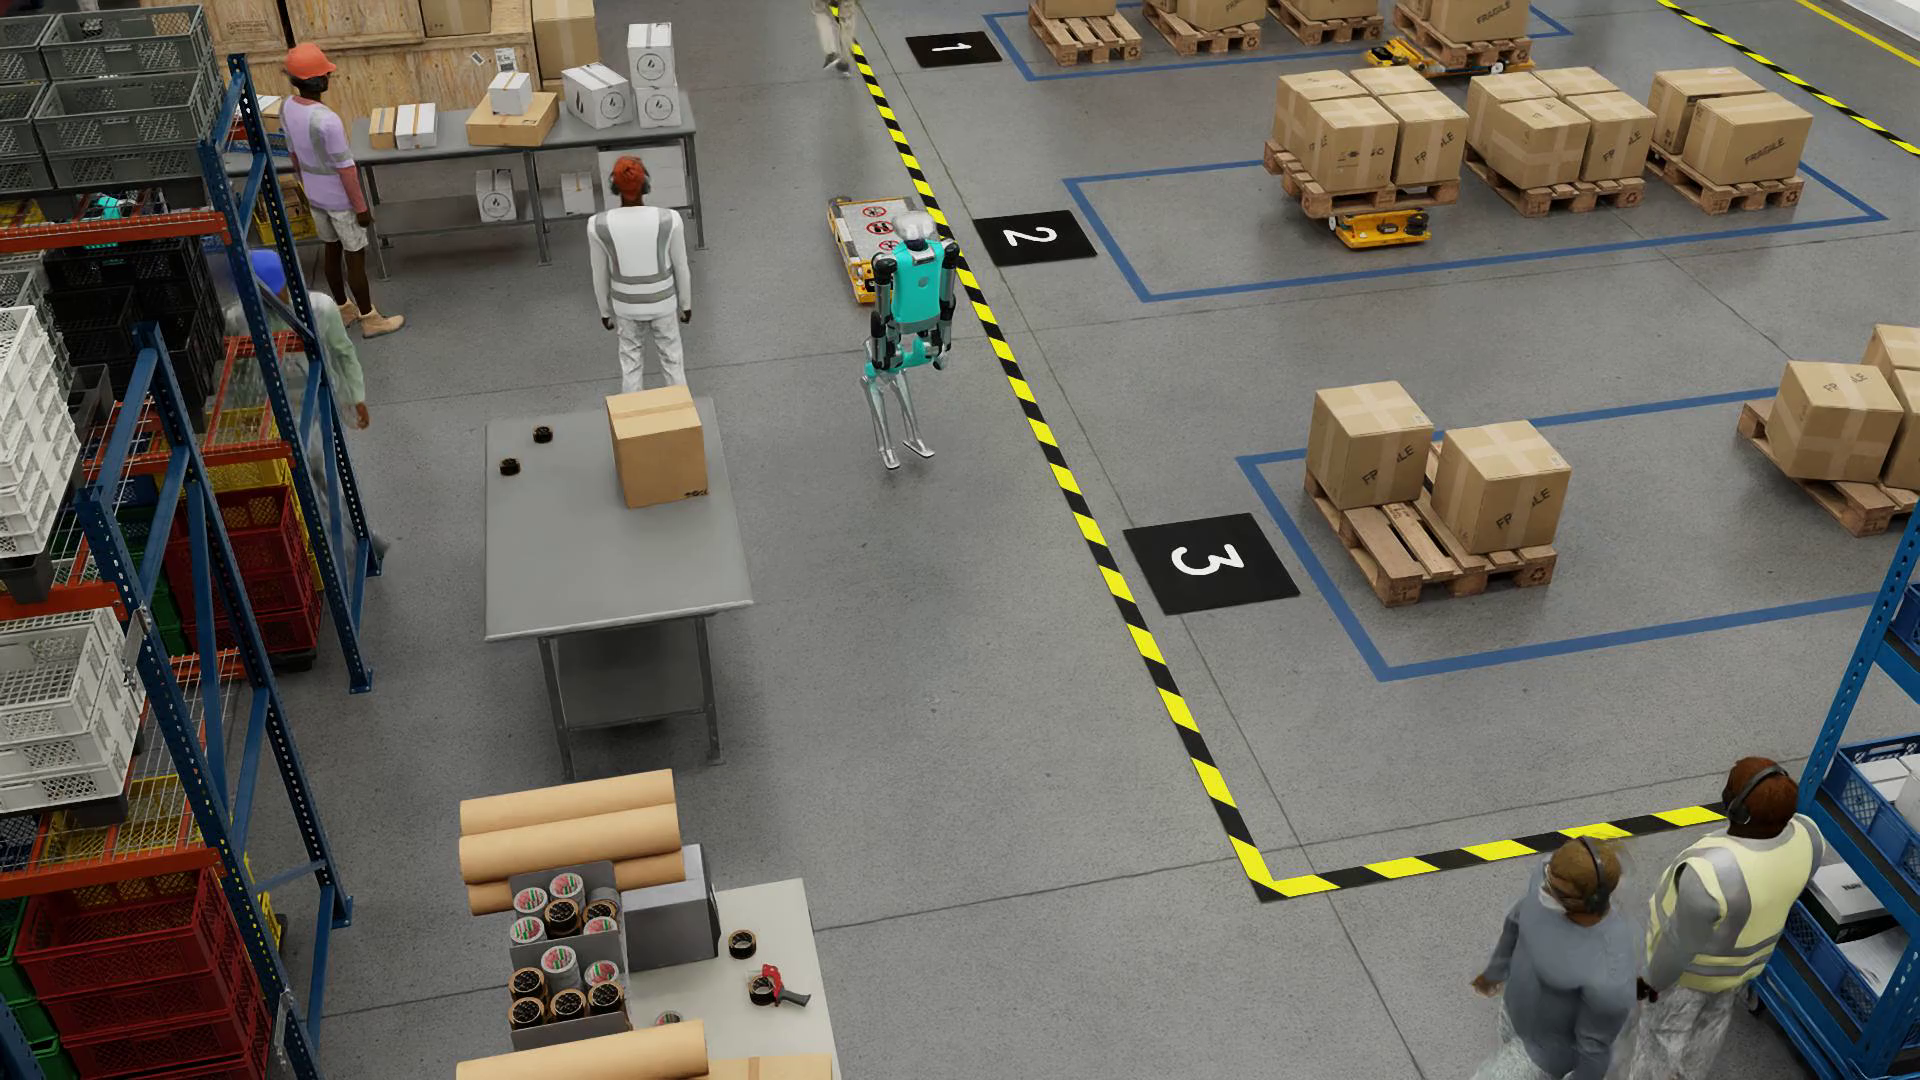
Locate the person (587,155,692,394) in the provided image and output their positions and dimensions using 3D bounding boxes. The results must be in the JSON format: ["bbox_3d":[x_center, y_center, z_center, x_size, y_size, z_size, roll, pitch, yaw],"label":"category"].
[{"bbox_3d":[-1.915,-1.427,10.130,0.577,1.876,0.363,-4,37,-5],"label":"person"}]

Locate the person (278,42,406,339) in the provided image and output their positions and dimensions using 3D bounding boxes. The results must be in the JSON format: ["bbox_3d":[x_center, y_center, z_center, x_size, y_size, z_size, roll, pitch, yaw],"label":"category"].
[{"bbox_3d":[-4.204,-2.336,11.208,0.604,2.045,0.384,25,44,30],"label":"person"}]

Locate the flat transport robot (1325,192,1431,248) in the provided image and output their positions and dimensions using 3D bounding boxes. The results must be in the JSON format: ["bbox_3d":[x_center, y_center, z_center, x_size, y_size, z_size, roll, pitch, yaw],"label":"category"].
[{"bbox_3d":[3.134,-2.740,13.213,0.652,0.197,1.431,-8,37,-10],"label":"flat transport robot"}]

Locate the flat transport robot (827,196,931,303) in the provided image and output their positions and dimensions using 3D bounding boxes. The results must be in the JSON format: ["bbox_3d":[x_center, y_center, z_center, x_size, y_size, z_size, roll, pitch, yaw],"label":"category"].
[{"bbox_3d":[-0.570,-2.220,12.538,0.659,0.231,1.431,-8,37,-10],"label":"flat transport robot"}]

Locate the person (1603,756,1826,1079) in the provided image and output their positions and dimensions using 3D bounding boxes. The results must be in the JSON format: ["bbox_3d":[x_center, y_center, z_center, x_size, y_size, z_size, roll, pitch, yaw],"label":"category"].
[{"bbox_3d":[2.761,1.518,6.195,0.632,1.841,0.429,-18,40,-22],"label":"person"}]

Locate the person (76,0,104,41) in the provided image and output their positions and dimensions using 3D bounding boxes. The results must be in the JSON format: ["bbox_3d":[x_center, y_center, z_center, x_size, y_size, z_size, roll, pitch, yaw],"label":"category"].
[{"bbox_3d":[-8.619,-5.743,15.960,0.404,1.834,0.589,-11,38,-15],"label":"person"}]

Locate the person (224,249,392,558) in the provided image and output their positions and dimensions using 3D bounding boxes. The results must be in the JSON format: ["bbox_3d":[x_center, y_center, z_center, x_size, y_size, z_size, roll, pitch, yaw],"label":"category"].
[{"bbox_3d":[-3.601,-0.752,9.196,0.877,1.888,0.583,29,46,33],"label":"person"}]

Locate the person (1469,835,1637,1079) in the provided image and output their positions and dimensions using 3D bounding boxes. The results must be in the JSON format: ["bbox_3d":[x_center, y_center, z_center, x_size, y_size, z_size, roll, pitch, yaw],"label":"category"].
[{"bbox_3d":[2.088,1.718,5.895,0.974,1.896,0.637,-1,37,-2],"label":"person"}]

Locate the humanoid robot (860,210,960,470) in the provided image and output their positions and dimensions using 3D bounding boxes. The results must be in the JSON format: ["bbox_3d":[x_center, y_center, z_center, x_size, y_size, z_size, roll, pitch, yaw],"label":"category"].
[{"bbox_3d":[-0.369,-1.245,9.887,0.533,1.674,0.735,-18,40,-22],"label":"humanoid robot"}]

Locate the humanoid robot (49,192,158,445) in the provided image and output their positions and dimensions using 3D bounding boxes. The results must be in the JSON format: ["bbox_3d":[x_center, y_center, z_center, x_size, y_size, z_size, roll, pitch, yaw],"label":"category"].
[{"bbox_3d":[-5.083,-1.313,10.003,0.530,1.692,0.735,-5,37,-6],"label":"humanoid robot"}]

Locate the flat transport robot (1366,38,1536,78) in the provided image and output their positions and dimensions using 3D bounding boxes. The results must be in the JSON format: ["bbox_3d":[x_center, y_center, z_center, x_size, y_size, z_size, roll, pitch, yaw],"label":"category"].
[{"bbox_3d":[4.638,-4.585,15.692,1.431,0.197,0.652,-8,37,-10],"label":"flat transport robot"}]

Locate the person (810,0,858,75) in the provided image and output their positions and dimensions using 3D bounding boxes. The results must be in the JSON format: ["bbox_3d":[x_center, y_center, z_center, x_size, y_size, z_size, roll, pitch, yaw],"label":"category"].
[{"bbox_3d":[-1.131,-5.128,15.195,0.575,1.753,0.457,-14,39,-18],"label":"person"}]
